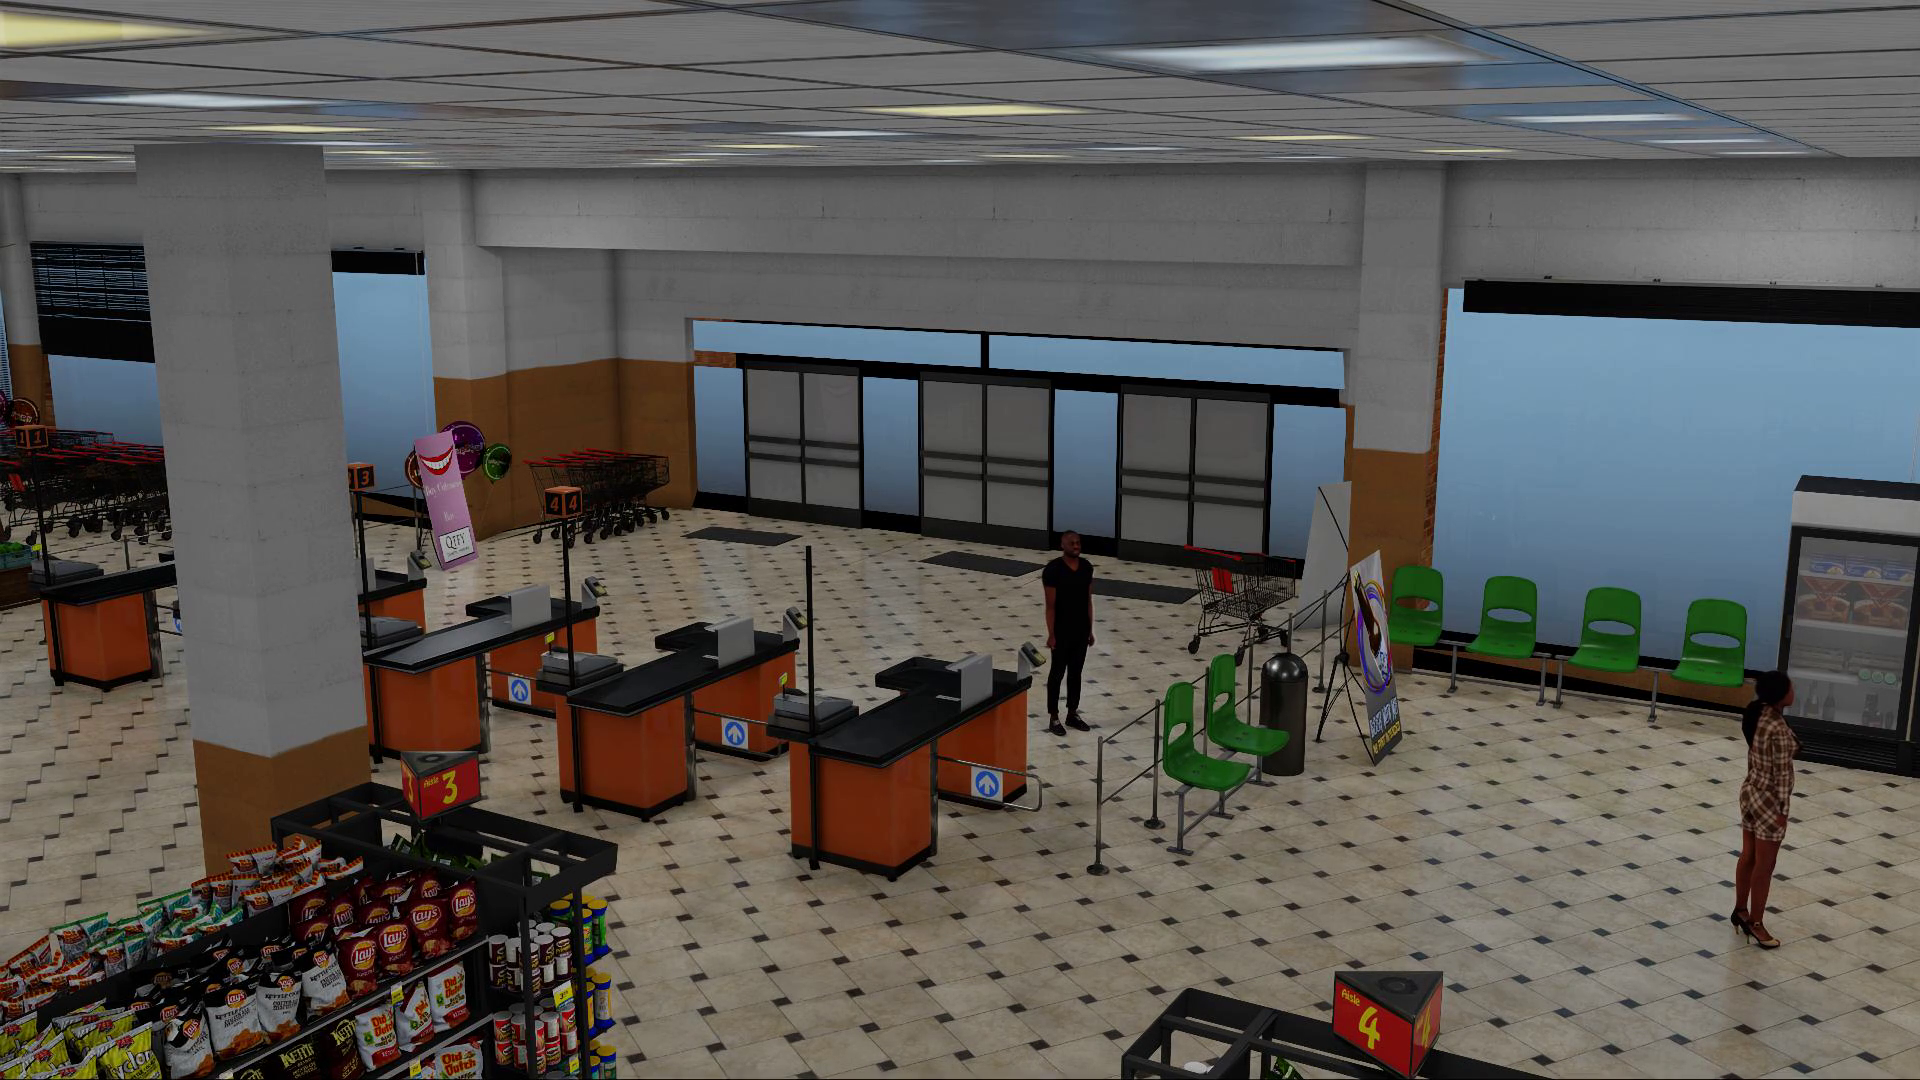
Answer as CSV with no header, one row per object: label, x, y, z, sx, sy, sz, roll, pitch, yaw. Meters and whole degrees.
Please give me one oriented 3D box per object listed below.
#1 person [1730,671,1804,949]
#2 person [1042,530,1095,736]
person,5.106,1.693,10.558,0.734,1.793,0.634,0,12,2
person,0.958,0.800,14.733,0.683,1.820,0.811,-7,14,-30
